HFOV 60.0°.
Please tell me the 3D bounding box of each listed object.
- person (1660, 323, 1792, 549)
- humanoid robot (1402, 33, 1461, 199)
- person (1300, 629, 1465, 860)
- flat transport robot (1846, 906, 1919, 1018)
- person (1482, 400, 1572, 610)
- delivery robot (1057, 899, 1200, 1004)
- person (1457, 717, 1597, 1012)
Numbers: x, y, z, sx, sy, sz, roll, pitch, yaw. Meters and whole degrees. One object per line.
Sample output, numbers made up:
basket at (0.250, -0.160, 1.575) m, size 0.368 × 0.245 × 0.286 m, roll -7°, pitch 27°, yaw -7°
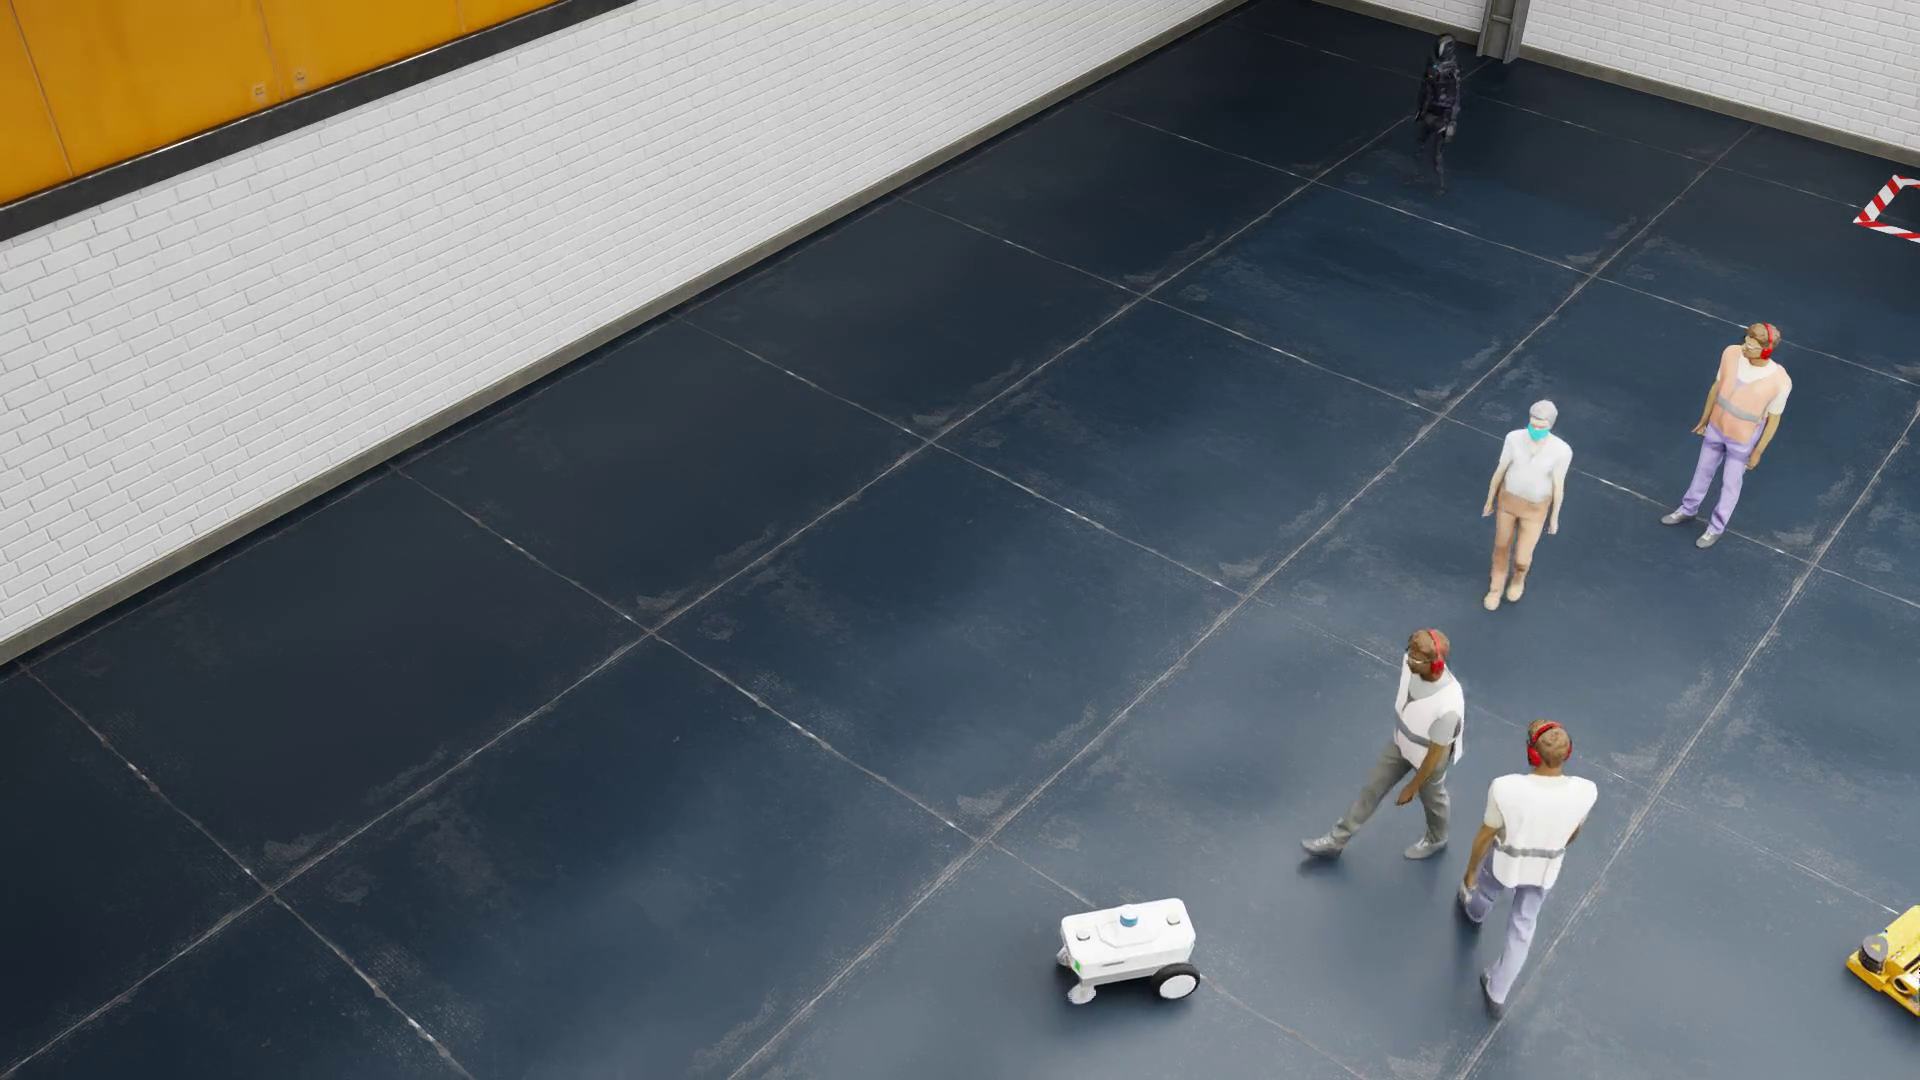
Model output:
person at (5.583, -0.769, 11.987) m, size 0.395 × 1.841 × 0.563 m, roll -18°, pitch 42°, yaw -21°
humanoid robot at (4.706, -4.190, 16.367) m, size 0.362 × 1.639 × 0.609 m, roll -16°, pitch 41°, yaw -18°
person at (2.537, 1.235, 9.544) m, size 0.973 × 1.788 × 0.574 m, roll -12°, pitch 40°, yaw -14°
flat transport robot at (5.685, 2.603, 9.055) m, size 0.659 × 0.231 × 1.431 m, roll -23°, pitch 44°, yaw -26°
person at (3.851, -0.214, 11.380) m, size 0.514 × 1.735 × 0.383 m, roll 23°, pitch 44°, yaw 26°
delivery robot at (0.929, 2.248, 9.249) m, size 0.750 × 0.570 × 0.499 m, roll -7°, pitch 39°, yaw -9°
person at (3.006, 1.682, 8.985) m, size 0.579 × 1.776 × 0.920 m, roll 3°, pitch 39°, yaw 4°
